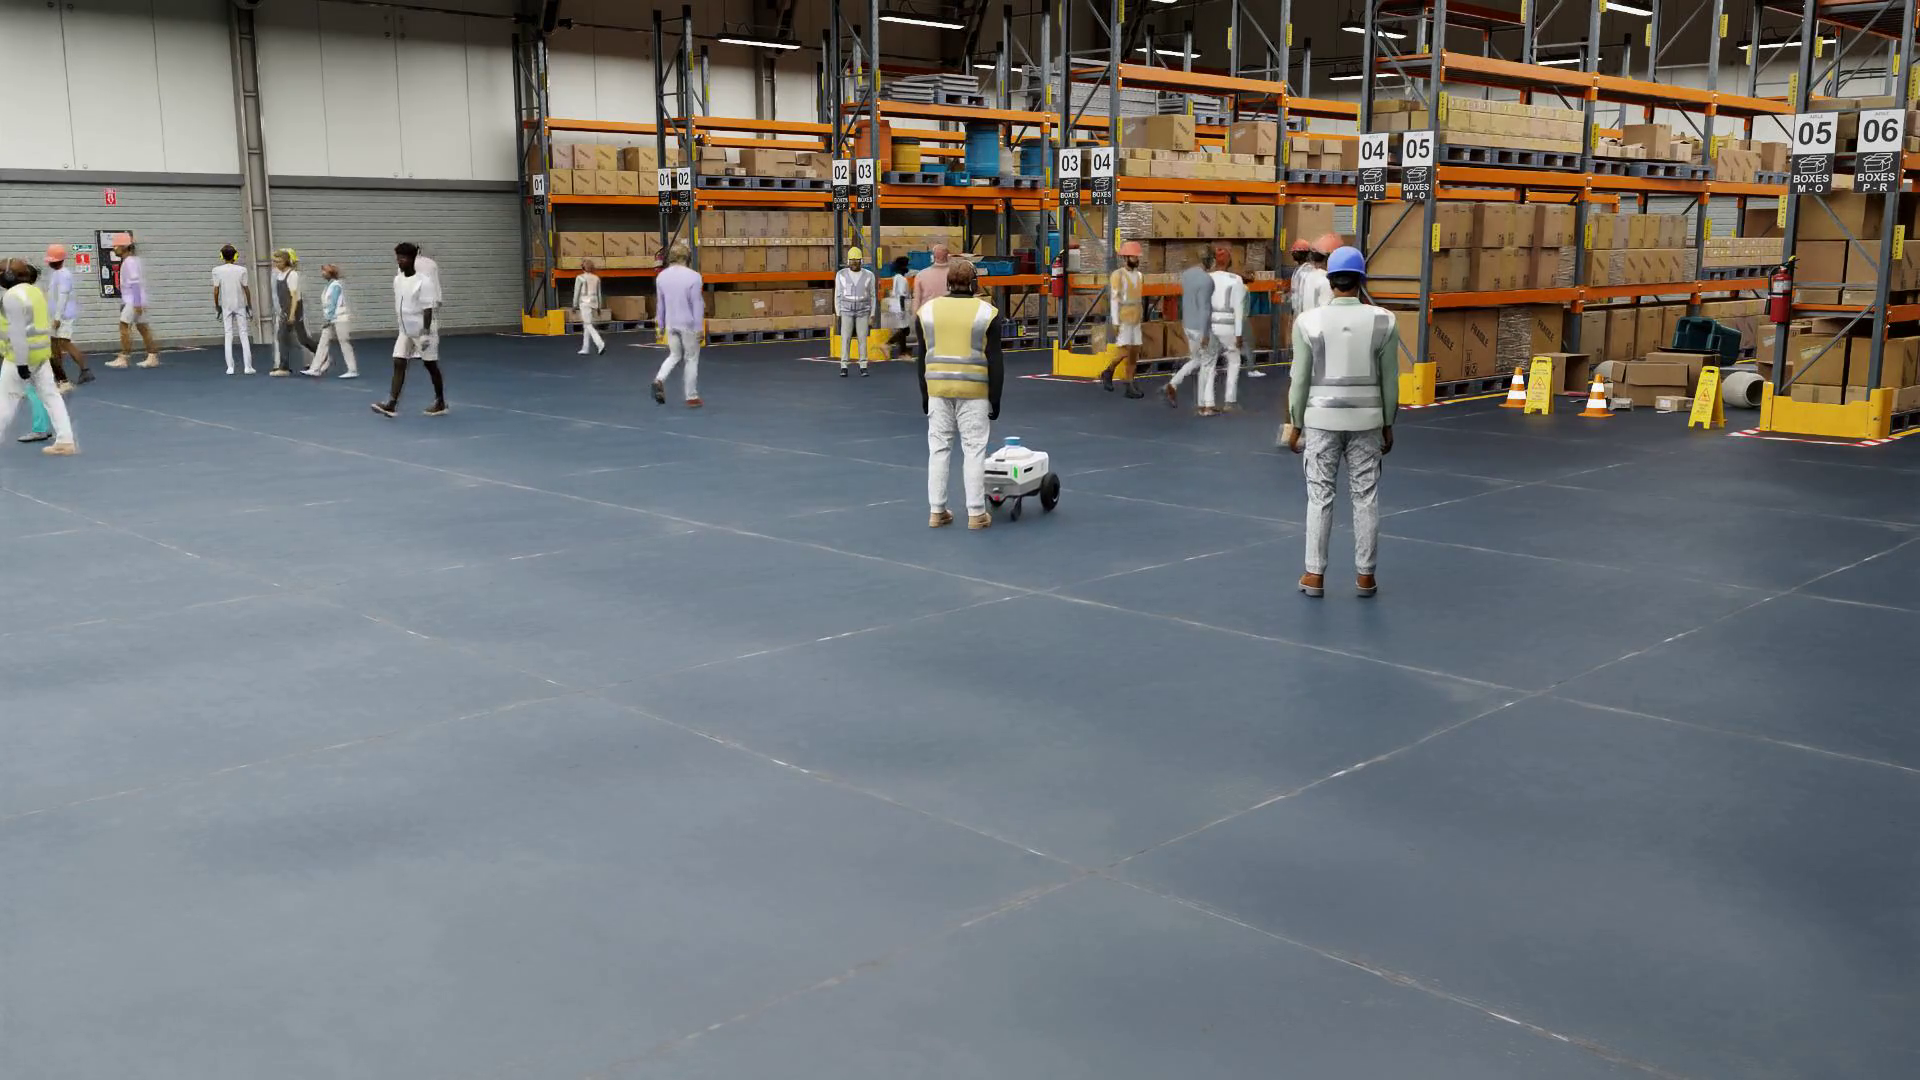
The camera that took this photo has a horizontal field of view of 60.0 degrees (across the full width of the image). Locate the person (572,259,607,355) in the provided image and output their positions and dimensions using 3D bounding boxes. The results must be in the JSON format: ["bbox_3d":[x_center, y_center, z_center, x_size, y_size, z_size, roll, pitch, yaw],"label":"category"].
[{"bbox_3d":[-6.191,-3.898,27.857,0.745,1.613,0.521,7,12,32],"label":"person"}]

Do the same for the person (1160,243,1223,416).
[{"bbox_3d":[2.623,-2.351,18.588,0.617,1.910,0.647,-3,11,-15],"label":"person"}]

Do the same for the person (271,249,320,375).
[{"bbox_3d":[-9.644,-3.313,24.146,0.599,1.799,0.815,7,13,34],"label":"person"}]

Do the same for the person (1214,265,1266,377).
[{"bbox_3d":[3.924,-3.123,23.696,0.832,1.599,0.511,-1,10,-7],"label":"person"}]

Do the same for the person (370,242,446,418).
[{"bbox_3d":[-6.057,-2.296,18.279,0.625,1.910,0.995,6,12,29],"label":"person"}]

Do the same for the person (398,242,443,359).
[{"bbox_3d":[-8.811,-3.903,27.148,0.712,1.887,0.528,-8,13,-38],"label":"person"}]

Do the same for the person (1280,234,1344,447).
[{"bbox_3d":[3.520,-1.885,15.799,0.999,1.994,0.628,-2,11,-12],"label":"person"}]

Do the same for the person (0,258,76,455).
[{"bbox_3d":[-8.592,-1.655,15.128,0.974,1.787,0.643,-1,10,-3],"label":"person"}]

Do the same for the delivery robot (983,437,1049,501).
[{"bbox_3d":[0.385,-0.507,12.108,0.477,0.478,0.707,4,11,22],"label":"delivery robot"}]

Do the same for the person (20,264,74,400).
[{"bbox_3d":[-11.446,-2.589,20.594,0.537,1.655,0.870,10,14,43],"label":"person"}]

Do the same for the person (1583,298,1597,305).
[{"bbox_3d":[10.574,-4.109,28.284,0.815,1.884,0.645,-1,10,-7],"label":"person"}]

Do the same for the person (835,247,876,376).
[{"bbox_3d":[-1.497,-3.261,23.774,0.587,1.835,0.404,-1,10,-6],"label":"person"}]

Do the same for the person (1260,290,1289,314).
[{"bbox_3d":[5.998,-4.764,31.931,0.550,1.847,0.653,9,13,39],"label":"person"}]

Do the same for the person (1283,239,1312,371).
[{"bbox_3d":[5.009,-3.451,24.524,0.366,1.939,0.542,-1,10,-6],"label":"person"}]

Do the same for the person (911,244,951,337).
[{"bbox_3d":[-0.260,-2.611,20.069,0.648,1.890,0.446,-2,11,-9],"label":"person"}]

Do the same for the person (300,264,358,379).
[{"bbox_3d":[-8.839,-3.048,23.249,0.723,1.611,0.523,-9,13,-39],"label":"person"}]

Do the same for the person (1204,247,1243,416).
[{"bbox_3d":[2.944,-2.342,18.673,0.604,1.861,0.691,7,13,34],"label":"person"}]

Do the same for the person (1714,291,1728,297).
[{"bbox_3d":[17.111,-5.775,37.402,0.519,1.865,0.326,-2,11,-10],"label":"person"}]

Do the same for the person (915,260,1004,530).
[{"bbox_3d":[0.007,-1.005,11.494,0.619,1.836,0.431,3,11,16],"label":"person"}]

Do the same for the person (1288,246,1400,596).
[{"bbox_3d":[2.133,-0.655,9.280,0.604,1.937,0.403,1,10,5],"label":"person"}]

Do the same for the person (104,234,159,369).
[{"bbox_3d":[-12.601,-3.588,25.076,0.893,2.004,0.633,-6,12,-29],"label":"person"}]

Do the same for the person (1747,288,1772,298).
[{"bbox_3d":[17.124,-5.454,35.380,0.821,1.966,0.625,3,11,14],"label":"person"}]

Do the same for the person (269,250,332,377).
[{"bbox_3d":[-9.509,-3.259,23.860,0.520,1.808,0.870,8,13,38],"label":"person"}]

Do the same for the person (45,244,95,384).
[{"bbox_3d":[-12.188,-3.064,22.578,0.560,1.881,0.604,-8,13,-38],"label":"person"}]

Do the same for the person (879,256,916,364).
[{"bbox_3d":[-0.971,-3.602,26.056,0.520,1.686,0.537,-2,11,-12],"label":"person"}]

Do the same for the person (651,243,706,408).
[{"bbox_3d":[-3.272,-2.477,19.292,0.628,1.916,0.684,5,12,27],"label":"person"}]

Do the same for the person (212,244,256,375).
[{"bbox_3d":[-10.535,-3.342,24.112,0.521,1.873,0.328,-3,11,-16],"label":"person"}]

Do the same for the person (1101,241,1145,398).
[{"bbox_3d":[2.066,-2.735,20.647,0.560,1.927,0.521,-9,14,-41],"label":"person"}]

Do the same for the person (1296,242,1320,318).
[{"bbox_3d":[4.676,-2.927,21.726,0.586,1.917,0.380,3,11,16],"label":"person"}]

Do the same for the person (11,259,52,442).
[{"bbox_3d":[-9.155,-1.852,16.276,0.317,1.767,0.534,-3,11,-15],"label":"person"}]
